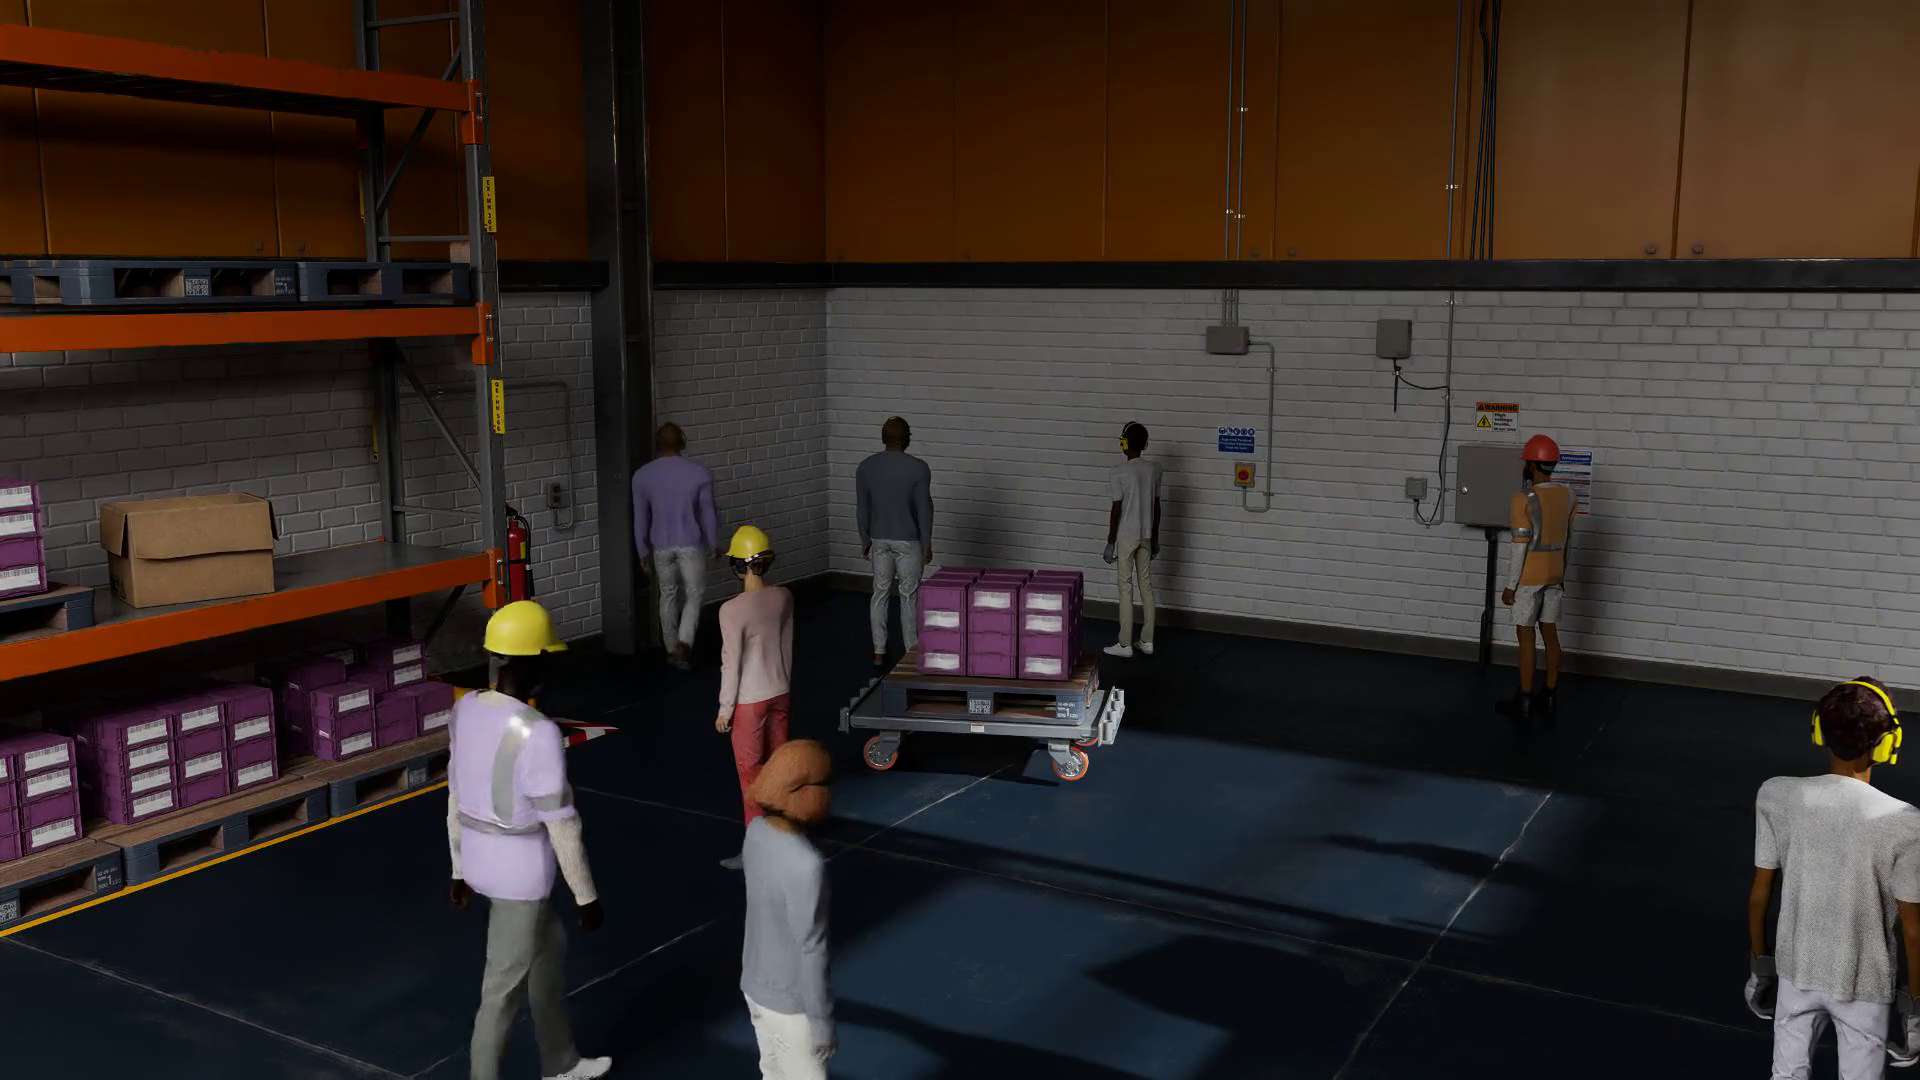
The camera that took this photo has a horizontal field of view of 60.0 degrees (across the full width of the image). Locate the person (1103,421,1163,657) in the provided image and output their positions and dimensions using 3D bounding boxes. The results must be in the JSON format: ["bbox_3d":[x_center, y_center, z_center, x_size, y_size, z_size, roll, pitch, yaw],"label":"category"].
[{"bbox_3d":[1.363,-0.004,13.179,0.515,1.872,0.328,-6,11,-31],"label":"person"}]

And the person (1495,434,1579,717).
[{"bbox_3d":[3.943,0.246,11.408,0.544,1.939,0.354,-5,10,-28],"label":"person"}]

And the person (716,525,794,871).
[{"bbox_3d":[-1.045,0.804,8.462,0.312,1.768,0.522,6,11,33],"label":"person"}]

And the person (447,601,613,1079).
[{"bbox_3d":[-1.471,1.145,5.900,0.798,1.893,0.605,-8,12,-43],"label":"person"}]

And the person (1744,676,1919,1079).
[{"bbox_3d":[2.590,1.319,4.918,0.328,1.872,0.513,-9,12,-43],"label":"person"}]

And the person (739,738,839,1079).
[{"bbox_3d":[-0.518,1.408,5.135,0.312,1.623,0.510,-5,10,-28],"label":"person"}]

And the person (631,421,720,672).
[{"bbox_3d":[-2.174,0.048,12.718,0.642,1.917,0.786,1,9,4],"label":"person"}]

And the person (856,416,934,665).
[{"bbox_3d":[-0.496,0.015,12.847,0.628,1.940,0.377,4,10,23],"label":"person"}]
